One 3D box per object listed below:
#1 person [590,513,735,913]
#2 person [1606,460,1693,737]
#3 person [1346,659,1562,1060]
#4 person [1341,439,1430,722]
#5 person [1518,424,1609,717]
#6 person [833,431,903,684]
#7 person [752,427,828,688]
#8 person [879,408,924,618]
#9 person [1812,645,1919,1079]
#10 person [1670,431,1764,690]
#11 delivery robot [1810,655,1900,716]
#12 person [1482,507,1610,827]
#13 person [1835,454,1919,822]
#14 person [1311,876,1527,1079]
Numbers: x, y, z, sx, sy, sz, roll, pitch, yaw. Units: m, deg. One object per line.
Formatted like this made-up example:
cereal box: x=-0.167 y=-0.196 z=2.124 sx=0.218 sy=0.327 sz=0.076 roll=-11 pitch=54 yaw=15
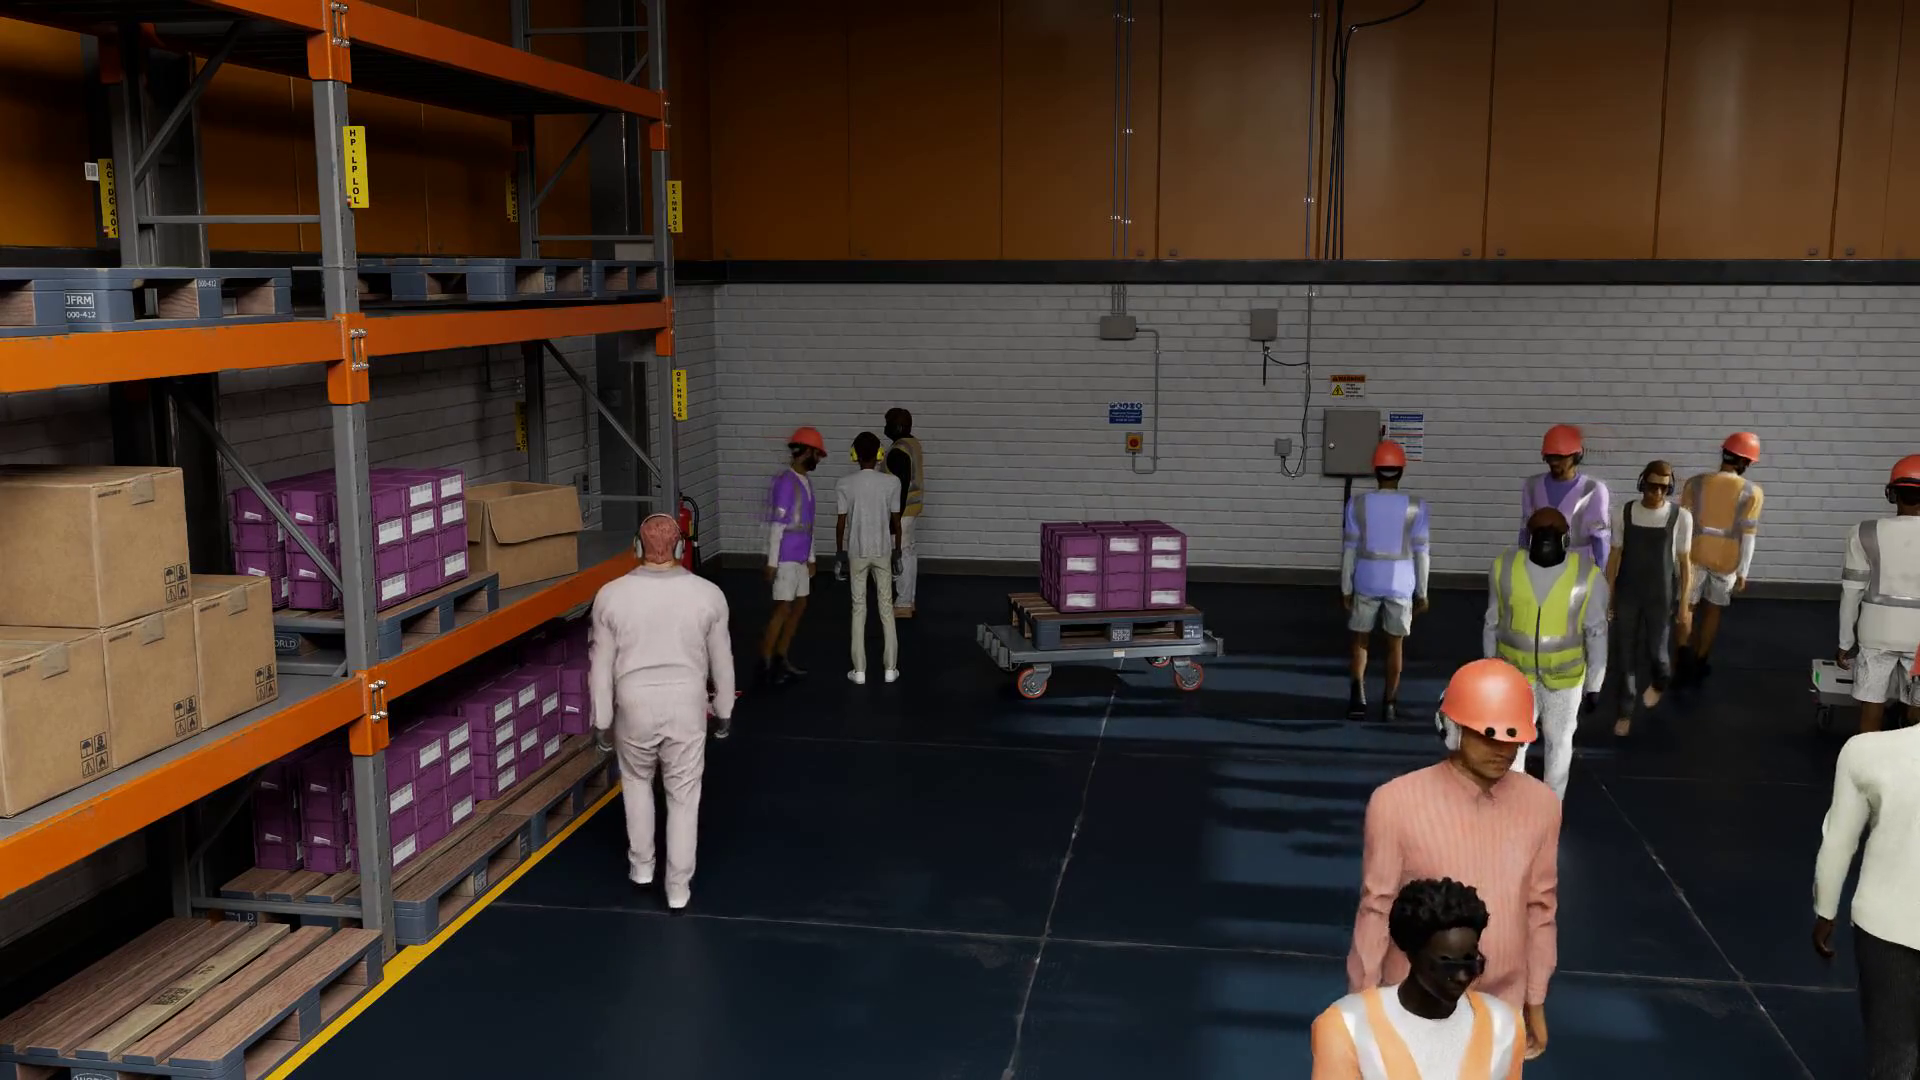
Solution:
person: x=-1.425 y=0.803 z=8.007 sx=0.683 sy=1.882 sz=0.708 roll=-2 pitch=9 yaw=-11
person: x=4.541 y=0.358 z=10.997 sx=0.532 sy=1.823 sz=0.682 roll=5 pitch=11 yaw=30
person: x=1.398 y=1.280 z=4.808 sx=0.627 sy=1.972 sz=0.613 roll=-2 pitch=9 yaw=-11
person: x=2.823 y=0.292 z=11.039 sx=0.564 sy=1.925 sz=0.589 roll=3 pitch=10 yaw=20
person: x=4.137 y=0.196 z=11.376 sx=0.702 sy=2.017 sz=0.605 roll=-9 pitch=13 yaw=-43
person: x=-0.676 y=0.131 z=12.235 sx=0.521 sy=1.865 sz=0.336 roll=-1 pitch=9 yaw=-8
person: x=-1.234 y=0.122 z=12.223 sx=0.448 sy=1.885 sz=0.693 roll=2 pitch=10 yaw=14
person: x=-0.537 y=-0.241 z=14.596 sx=0.429 sy=1.842 sz=0.633 roll=1 pitch=9 yaw=7
person: x=3.075 y=1.217 z=5.310 sx=0.631 sy=1.945 sz=1.010 roll=4 pitch=10 yaw=24
person: x=5.438 y=0.152 z=12.049 sx=0.623 sy=1.884 sz=0.864 roll=6 pitch=11 yaw=32
delivery robot: x=6.010 y=0.941 z=10.972 sx=0.707 sy=0.478 sz=0.477 roll=4 pitch=10 yaw=25
person: x=3.060 y=0.726 z=8.780 sx=0.653 sy=1.788 sz=0.972 roll=4 pitch=10 yaw=26
person: x=5.153 y=0.547 z=9.123 sx=0.614 sy=2.039 sz=0.394 roll=5 pitch=10 yaw=27
person: x=1.045 y=1.562 z=3.943 sx=0.542 sy=1.680 sz=0.520 roll=-1 pitch=9 yaw=-8
